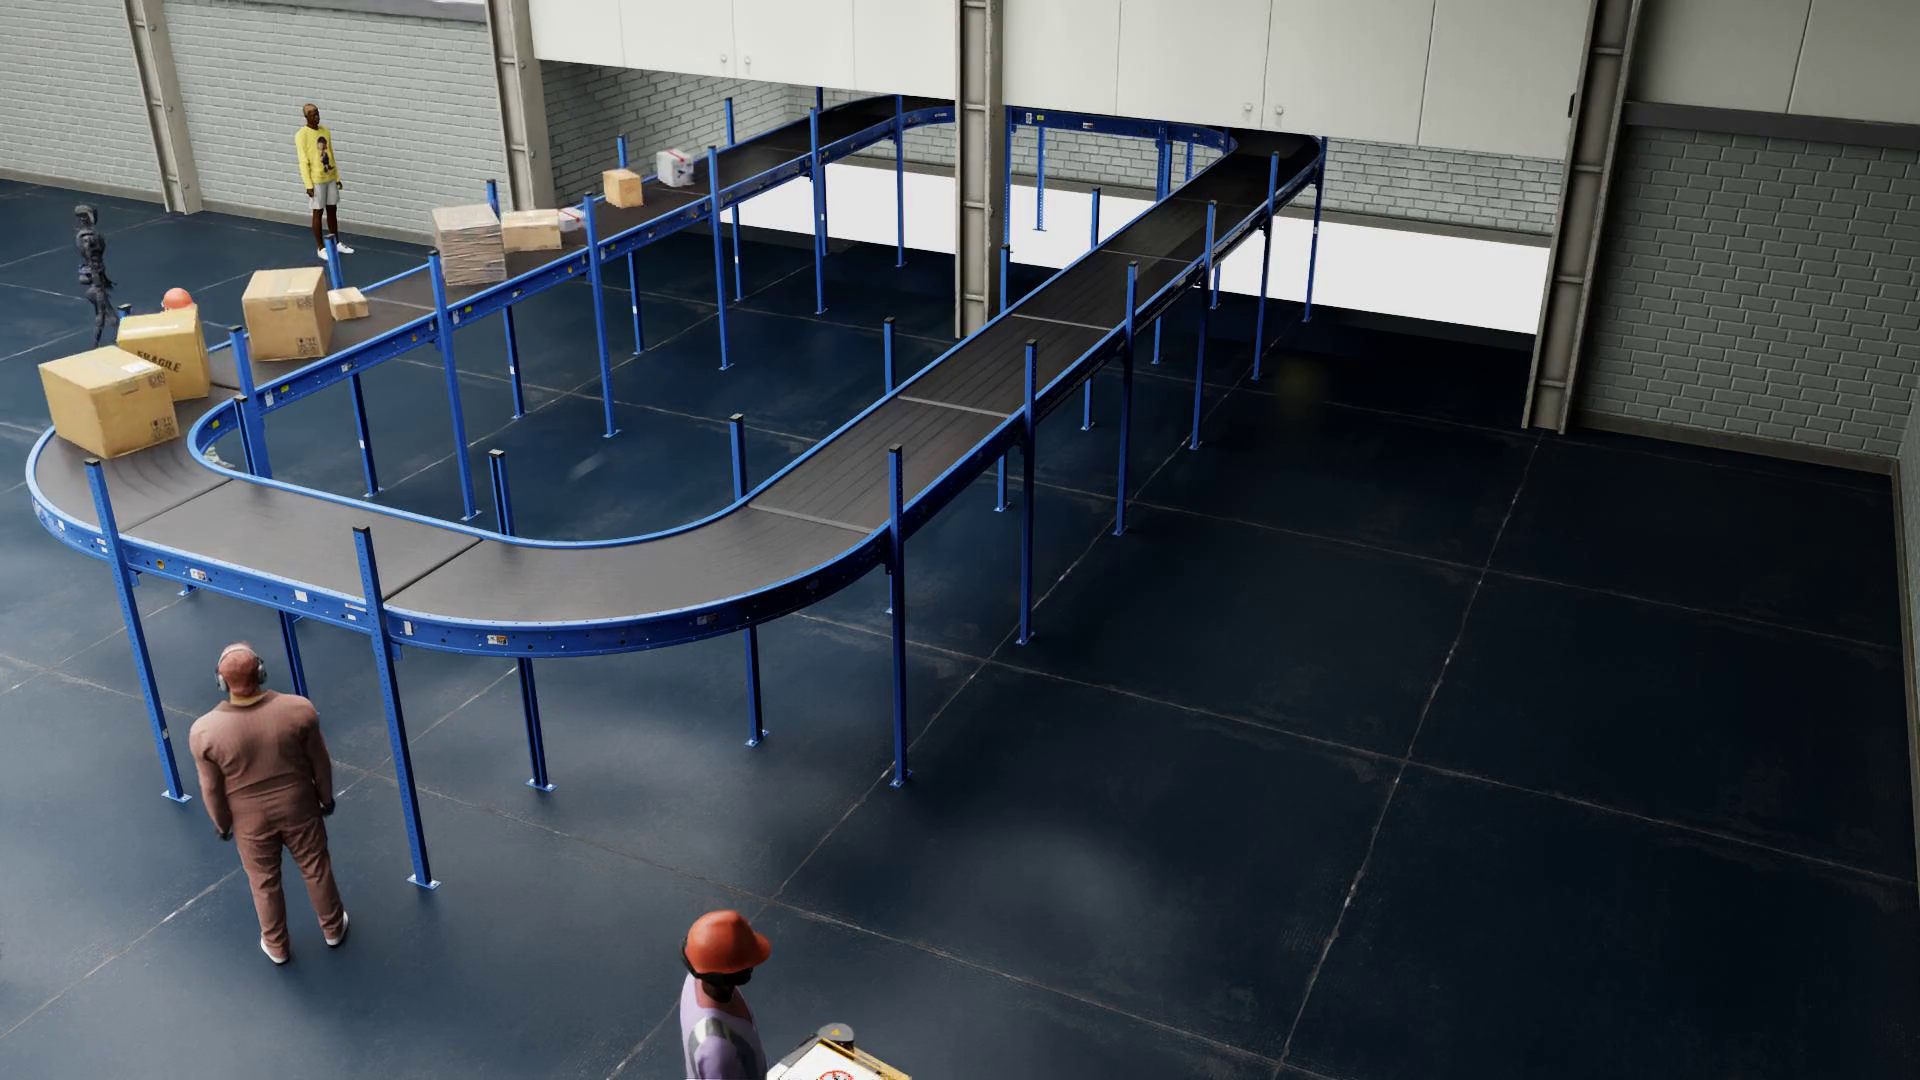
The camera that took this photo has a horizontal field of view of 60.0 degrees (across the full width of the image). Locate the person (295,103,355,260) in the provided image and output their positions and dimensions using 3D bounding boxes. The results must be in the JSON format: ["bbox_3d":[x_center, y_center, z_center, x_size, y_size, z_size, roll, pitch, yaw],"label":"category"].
[{"bbox_3d":[-7.909,-4.444,20.598,0.377,1.899,0.543,12,29,23],"label":"person"}]

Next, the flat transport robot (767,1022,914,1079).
[{"bbox_3d":[-0.807,2.839,7.755,0.659,0.231,1.431,18,32,32],"label":"flat transport robot"}]

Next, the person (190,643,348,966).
[{"bbox_3d":[-3.643,1.399,8.820,0.641,1.906,0.414,-13,29,-25],"label":"person"}]

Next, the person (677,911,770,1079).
[{"bbox_3d":[-0.917,2.342,6.766,0.367,2.044,0.607,-7,27,-13],"label":"person"}]

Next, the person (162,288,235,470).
[{"bbox_3d":[-6.693,-1.364,14.553,0.342,1.748,0.571,4,27,8],"label":"person"}]

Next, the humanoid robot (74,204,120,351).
[{"bbox_3d":[-8.957,-2.689,17.344,0.667,1.635,0.589,-10,28,-19],"label":"humanoid robot"}]
